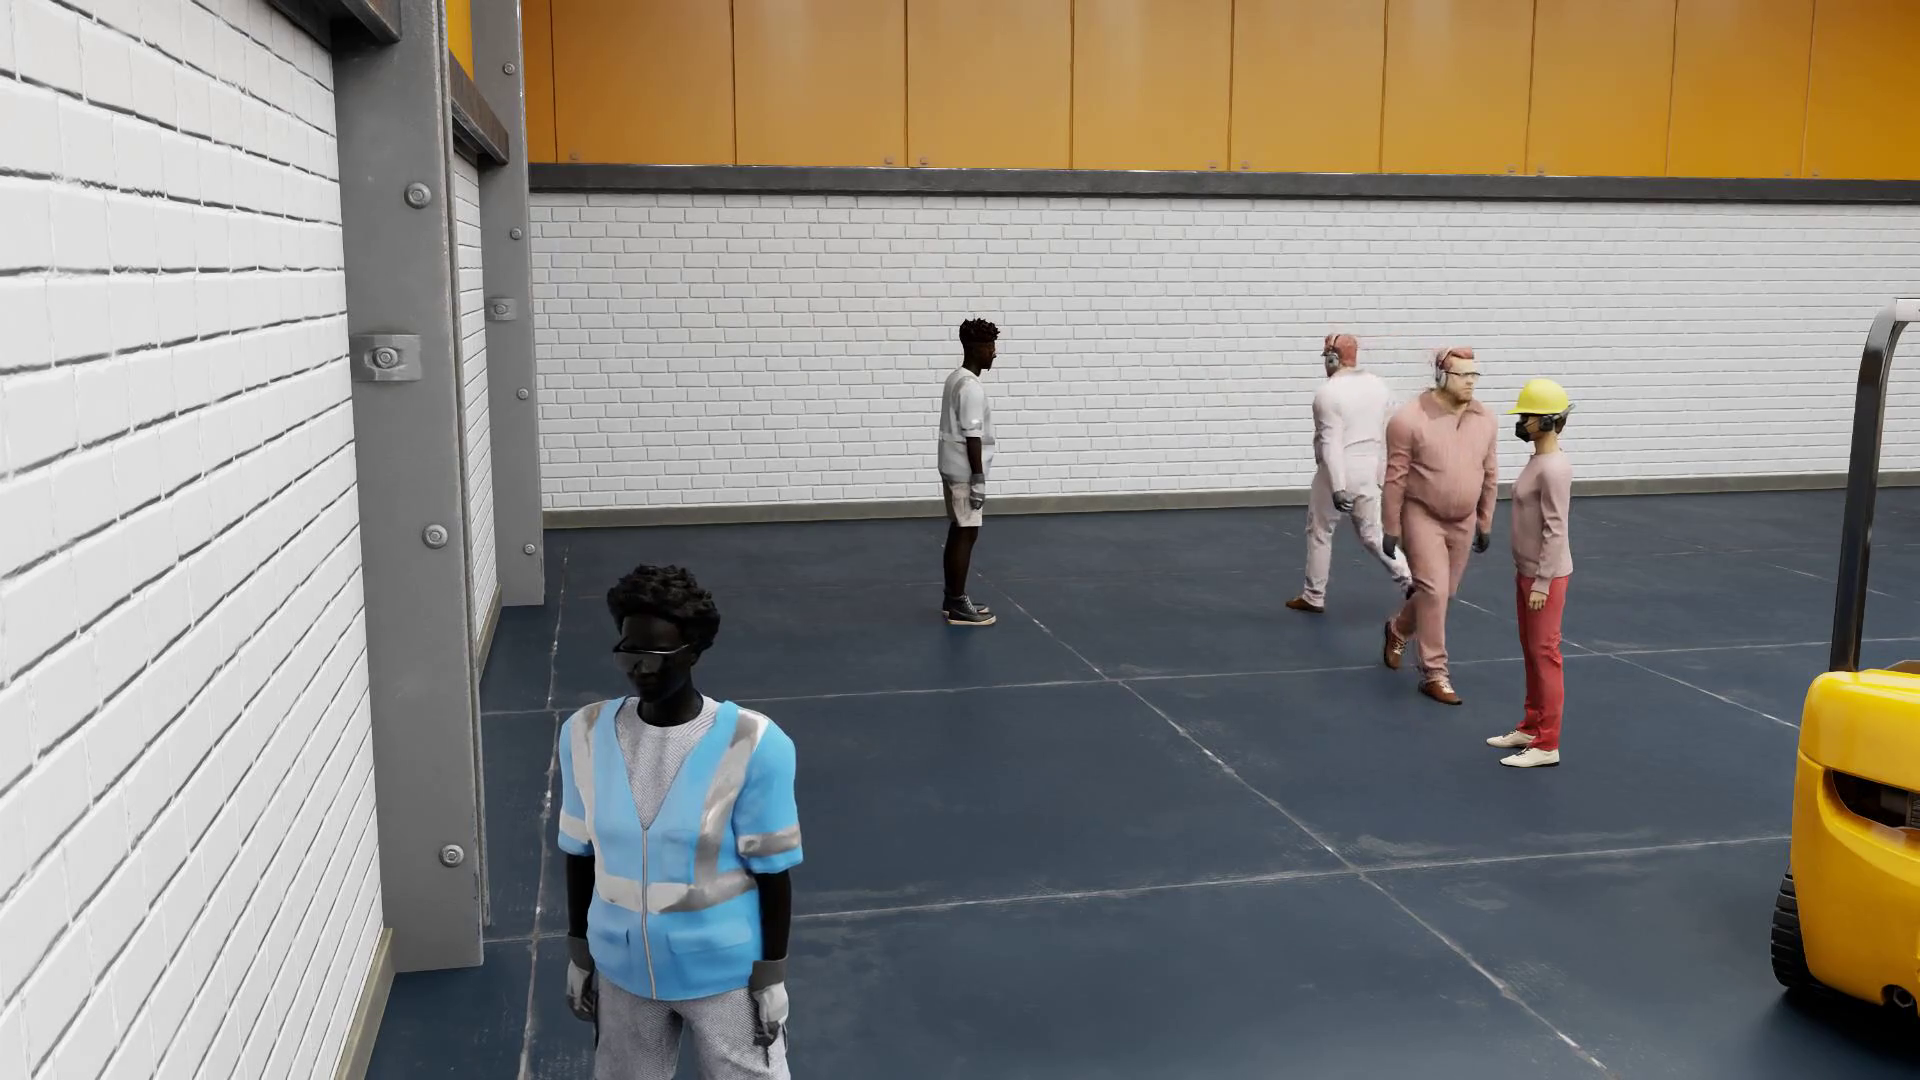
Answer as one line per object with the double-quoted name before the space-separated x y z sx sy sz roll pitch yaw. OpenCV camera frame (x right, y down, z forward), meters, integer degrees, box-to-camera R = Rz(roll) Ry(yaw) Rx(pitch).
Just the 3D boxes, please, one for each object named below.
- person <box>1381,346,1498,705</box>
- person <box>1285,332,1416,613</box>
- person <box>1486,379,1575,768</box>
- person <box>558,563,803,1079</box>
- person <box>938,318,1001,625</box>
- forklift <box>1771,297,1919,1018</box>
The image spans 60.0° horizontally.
"person" 2.535 -0.119 8.960 0.648 1.873 0.878 -3 10 -18
"person" 2.542 -0.400 10.672 0.639 1.862 0.935 -6 11 -32
"person" 2.621 0.152 7.588 0.315 1.769 0.525 1 9 9
"person" -0.577 0.874 3.420 0.536 1.690 0.321 3 10 15
"person" 0.059 -0.434 10.599 0.395 1.954 0.609 -2 9 -10
"forklift" 3.542 0.334 5.177 2.313 2.155 1.214 -9 13 -43
